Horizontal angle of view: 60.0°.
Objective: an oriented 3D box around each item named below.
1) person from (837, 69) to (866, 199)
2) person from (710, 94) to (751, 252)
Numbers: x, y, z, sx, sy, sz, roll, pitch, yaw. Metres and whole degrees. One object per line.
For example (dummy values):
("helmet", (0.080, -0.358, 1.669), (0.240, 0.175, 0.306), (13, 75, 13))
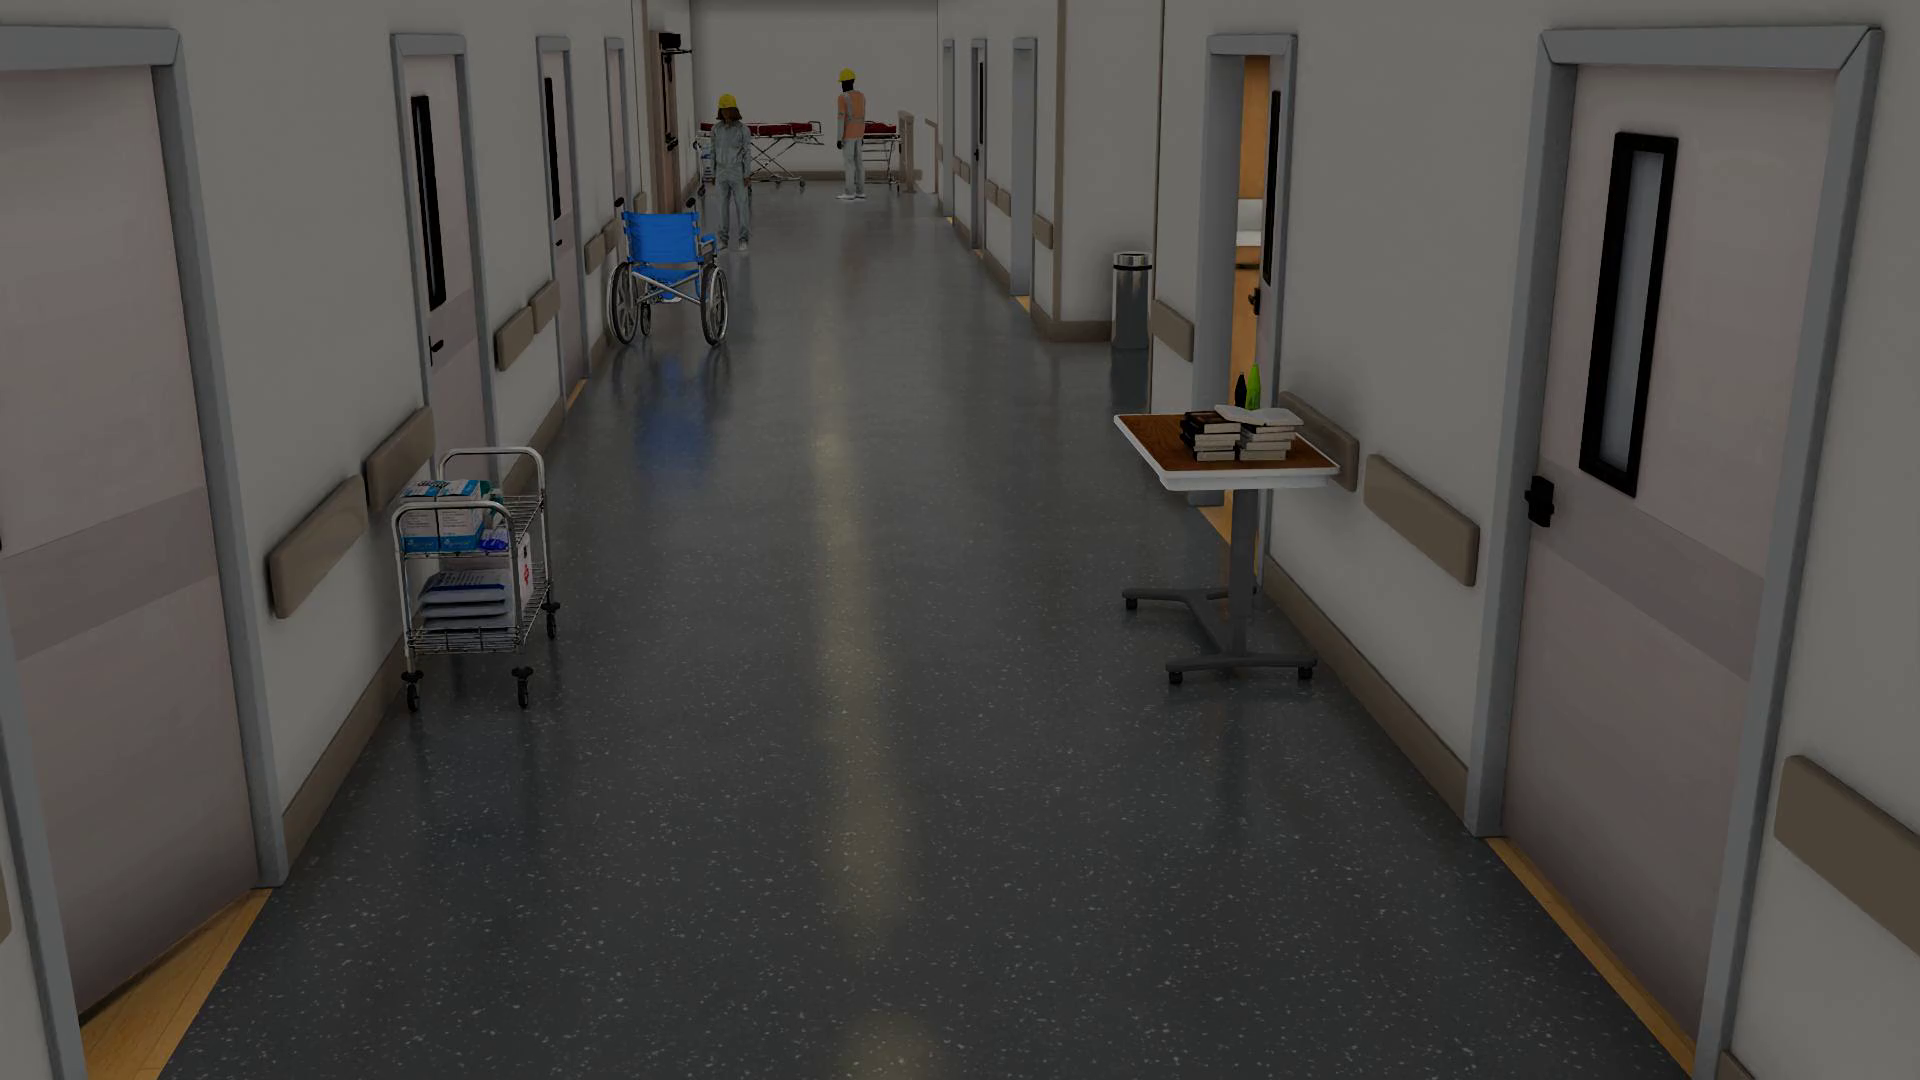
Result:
("person", (-1.657, -6.114, 25.097), (0.397, 1.920, 0.586), (12, 20, 34))
("person", (-2.593, -4.133, 18.774), (0.486, 1.744, 0.294), (4, 17, 12))
